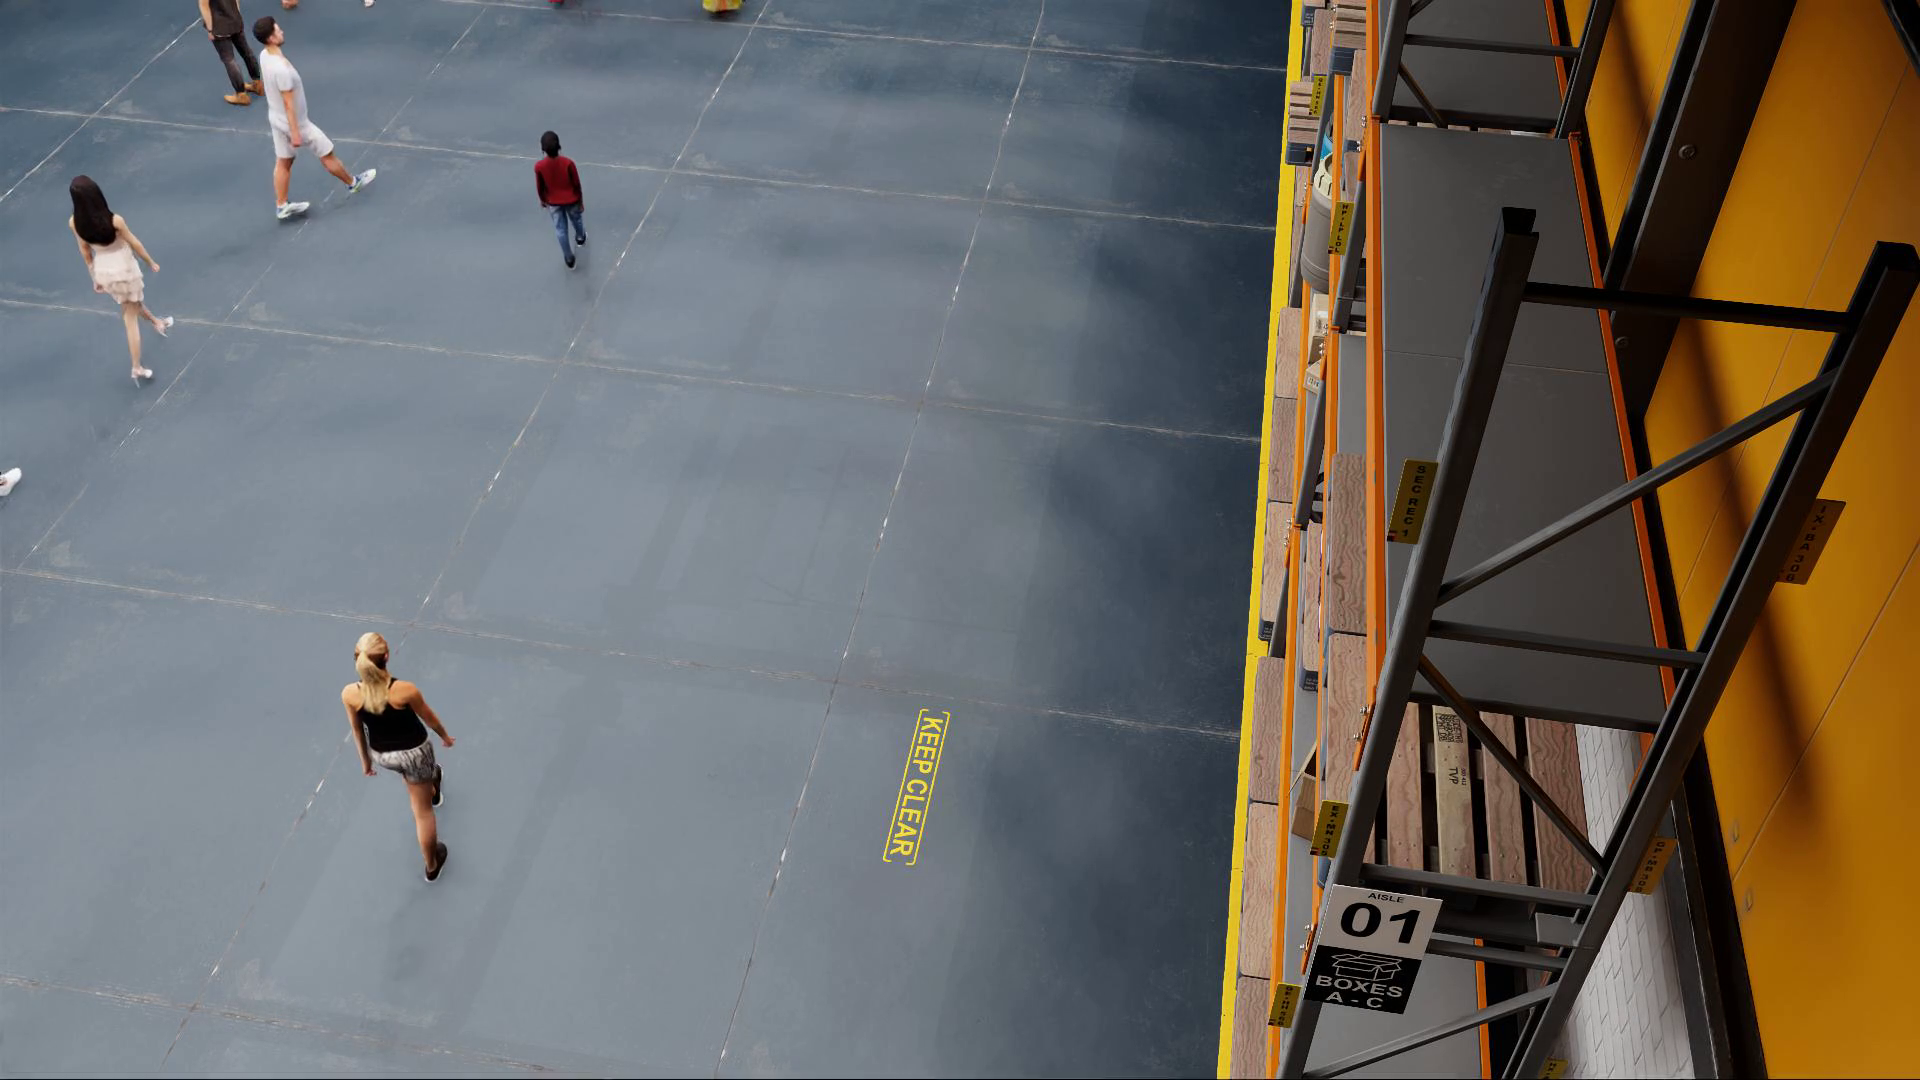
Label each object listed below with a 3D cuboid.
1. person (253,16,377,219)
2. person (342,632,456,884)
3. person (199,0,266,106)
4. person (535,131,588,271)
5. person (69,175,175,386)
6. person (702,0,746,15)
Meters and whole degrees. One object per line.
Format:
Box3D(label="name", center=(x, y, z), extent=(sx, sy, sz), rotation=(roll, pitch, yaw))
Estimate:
Box3D(label="person", center=(-5.950, -3.640, 14.583), extent=(1.294, 1.798, 1.172), rotation=(-31, 52, -28))
Box3D(label="person", center=(-3.172, 1.272, 9.415), extent=(0.723, 1.813, 1.063), rotation=(0, 44, 0))
Box3D(label="person", center=(-7.151, -5.075, 16.150), extent=(0.726, 1.713, 0.556), rotation=(16, 46, 17))
Box3D(label="person", center=(-3.386, -2.869, 14.182), extent=(0.689, 1.234, 0.851), rotation=(-8, 44, -8))
Box3D(label="person", center=(-6.546, -1.962, 12.896), extent=(0.621, 1.695, 1.026), rotation=(4, 44, 5))
Box3D(label="person", center=(-2.584, -6.339, 17.546), extent=(1.050, 1.628, 0.988), rotation=(-22, 48, -22))
